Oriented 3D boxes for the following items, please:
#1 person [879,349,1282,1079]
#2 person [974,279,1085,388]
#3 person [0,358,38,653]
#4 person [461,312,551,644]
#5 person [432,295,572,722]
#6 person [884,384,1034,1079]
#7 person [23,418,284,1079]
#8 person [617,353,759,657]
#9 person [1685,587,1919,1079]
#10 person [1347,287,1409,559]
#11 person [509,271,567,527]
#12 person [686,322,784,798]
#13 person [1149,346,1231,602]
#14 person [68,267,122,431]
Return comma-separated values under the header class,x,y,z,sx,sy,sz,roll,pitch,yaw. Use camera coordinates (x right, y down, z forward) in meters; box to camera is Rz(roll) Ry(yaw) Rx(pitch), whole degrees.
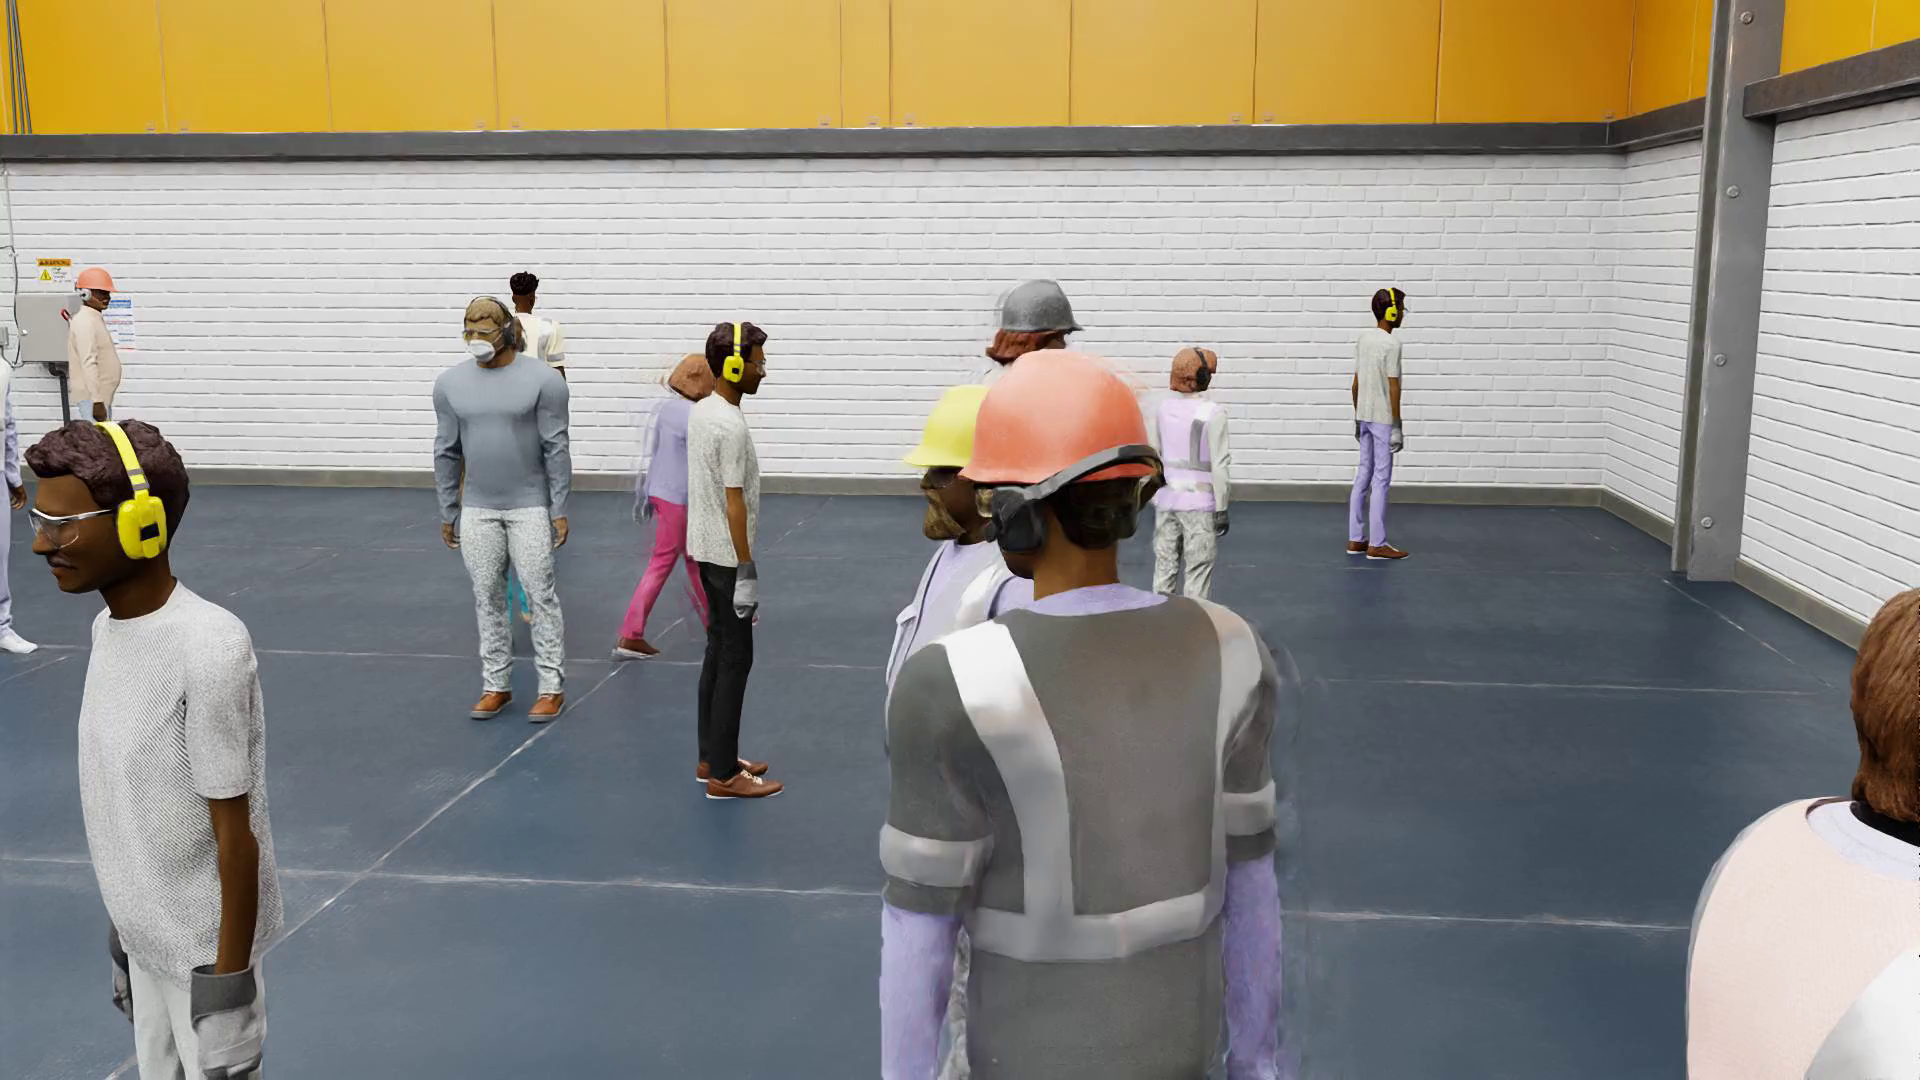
class,x,y,z,sx,sy,sz,roll,pitch,yaw
person,0.229,0.743,2.333,0.617,2.005,1.004,-6,11,-30
person,0.266,0.047,6.142,0.604,2.000,0.698,-5,11,-26
person,-5.129,-0.313,8.598,0.392,1.911,0.584,3,10,16
person,-2.463,-0.344,9.096,0.533,1.804,0.971,-2,10,-13
person,-2.063,-0.134,7.522,0.636,1.927,0.386,1,10,5
person,0.033,0.564,3.770,0.403,1.835,0.589,-3,10,-16
person,-1.327,0.723,2.826,0.510,1.854,0.324,9,13,41
person,-1.464,-0.187,8.781,0.873,1.583,0.530,-6,12,-31
person,0.911,0.937,1.620,0.430,1.844,0.624,1,10,5
person,2.906,-0.805,11.513,0.323,1.870,0.518,-3,10,-19
person,-3.315,-1.069,12.744,0.618,1.963,0.361,-1,10,-5
person,-0.883,0.086,6.468,0.342,1.854,0.525,-4,11,-23
person,1.160,-0.158,8.460,0.314,1.641,0.515,-8,13,-37
person,-6.622,-1.092,12.809,0.392,1.990,0.612,-4,11,-21
